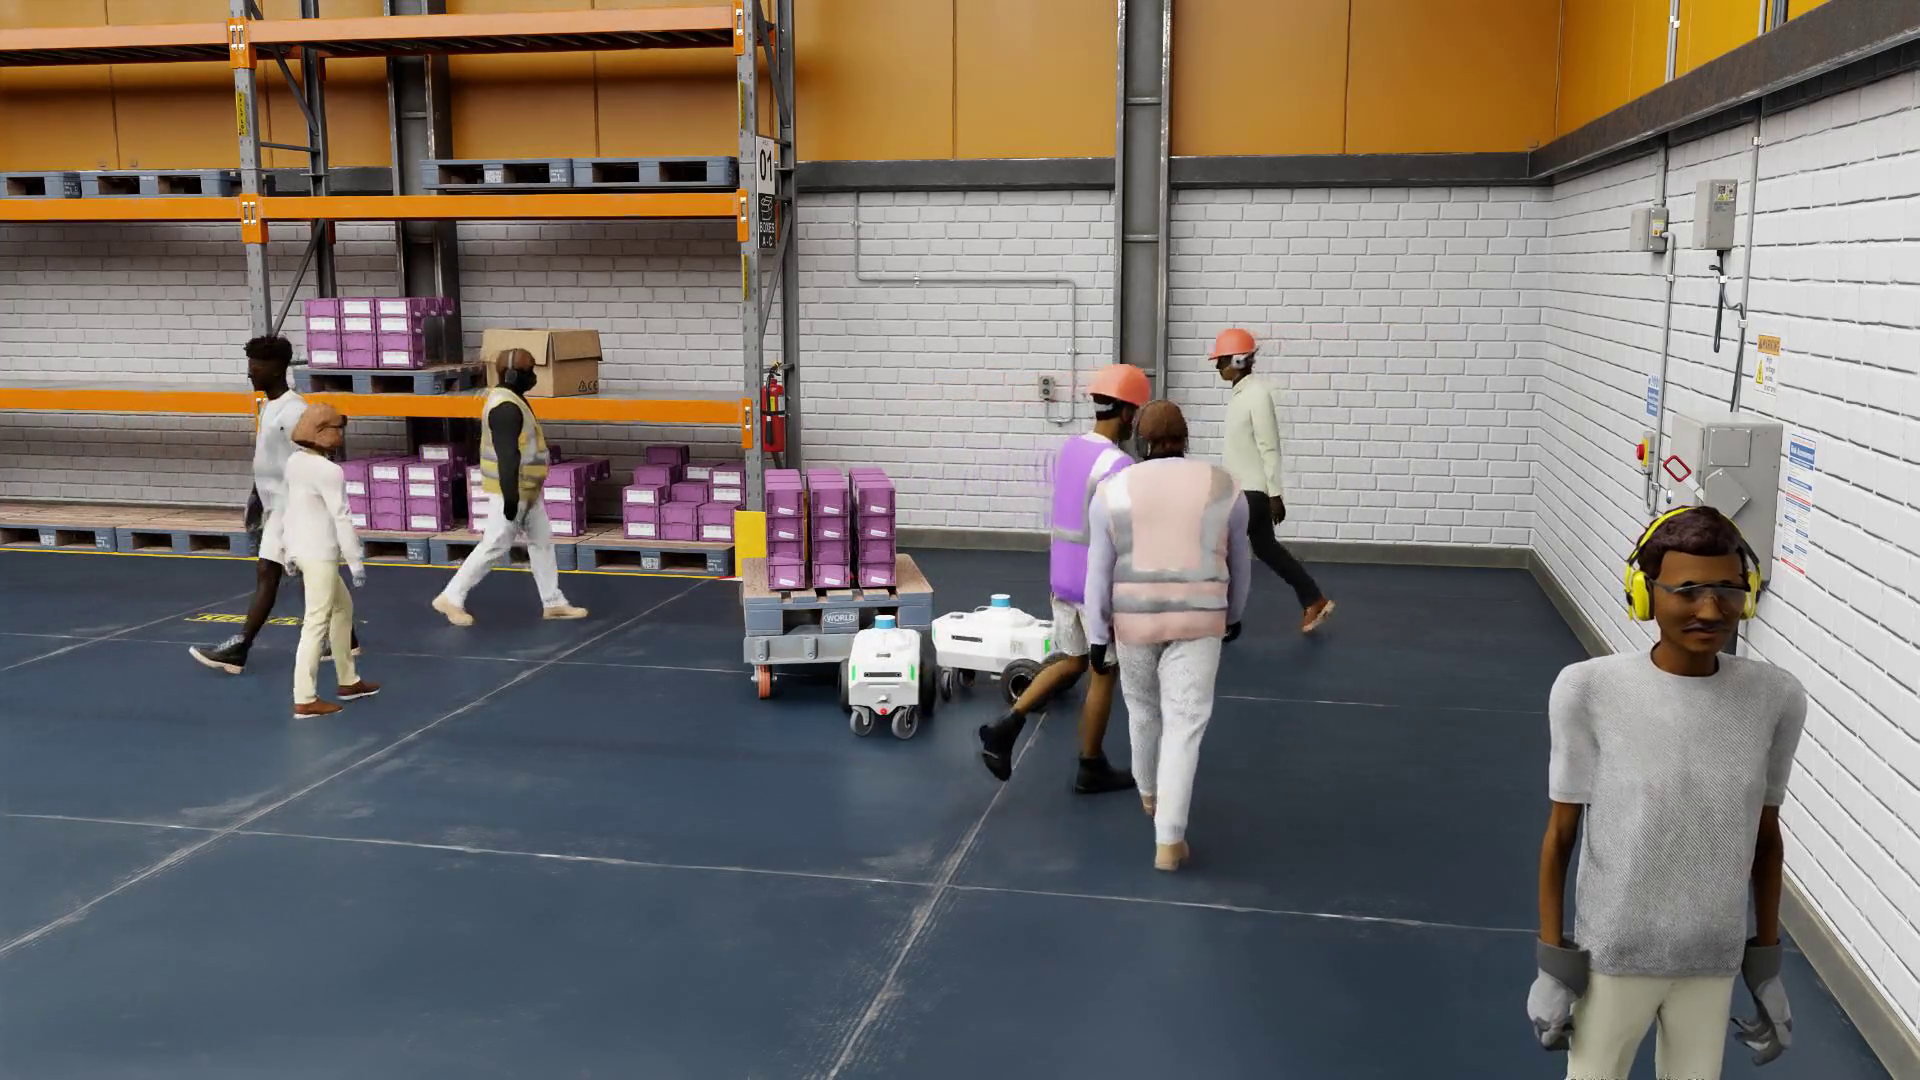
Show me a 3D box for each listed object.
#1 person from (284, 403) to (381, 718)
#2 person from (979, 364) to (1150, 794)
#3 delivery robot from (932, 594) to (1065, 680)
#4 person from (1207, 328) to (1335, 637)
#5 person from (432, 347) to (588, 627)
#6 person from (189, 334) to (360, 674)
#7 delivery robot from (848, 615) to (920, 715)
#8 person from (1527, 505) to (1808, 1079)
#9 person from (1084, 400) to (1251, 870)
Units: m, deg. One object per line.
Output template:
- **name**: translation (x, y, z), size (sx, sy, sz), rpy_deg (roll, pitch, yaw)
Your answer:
- **person**: translation (-3.223, 0.095, 8.622), size (0.538, 1.609, 0.661), rpy_deg (9, 13, 44)
- **person**: translation (0.488, 0.201, 7.119), size (0.715, 1.898, 0.603), rpy_deg (-5, 11, -28)
- **delivery robot**: translation (0.215, 0.533, 8.878), size (0.707, 0.478, 0.477), rpy_deg (4, 10, 25)
- **person**: translation (1.897, -0.347, 10.321), size (0.945, 1.946, 0.673), rpy_deg (0, 9, 0)
- **person**: translation (-2.934, -0.335, 10.666), size (0.929, 1.806, 0.623), rpy_deg (-2, 10, -11)
- **person**: translation (-3.947, -0.207, 9.510), size (0.985, 1.915, 0.631), rpy_deg (-5, 11, -30)
- **delivery robot**: translation (-0.374, 0.621, 8.352), size (0.477, 0.478, 0.707), rpy_deg (0, 9, 0)
- **person**: translation (1.397, 0.850, 3.303), size (0.513, 1.871, 0.329), rpy_deg (0, 9, 1)
- **person**: translation (0.831, 0.338, 6.655), size (0.637, 1.778, 0.968), rpy_deg (2, 10, 10)
